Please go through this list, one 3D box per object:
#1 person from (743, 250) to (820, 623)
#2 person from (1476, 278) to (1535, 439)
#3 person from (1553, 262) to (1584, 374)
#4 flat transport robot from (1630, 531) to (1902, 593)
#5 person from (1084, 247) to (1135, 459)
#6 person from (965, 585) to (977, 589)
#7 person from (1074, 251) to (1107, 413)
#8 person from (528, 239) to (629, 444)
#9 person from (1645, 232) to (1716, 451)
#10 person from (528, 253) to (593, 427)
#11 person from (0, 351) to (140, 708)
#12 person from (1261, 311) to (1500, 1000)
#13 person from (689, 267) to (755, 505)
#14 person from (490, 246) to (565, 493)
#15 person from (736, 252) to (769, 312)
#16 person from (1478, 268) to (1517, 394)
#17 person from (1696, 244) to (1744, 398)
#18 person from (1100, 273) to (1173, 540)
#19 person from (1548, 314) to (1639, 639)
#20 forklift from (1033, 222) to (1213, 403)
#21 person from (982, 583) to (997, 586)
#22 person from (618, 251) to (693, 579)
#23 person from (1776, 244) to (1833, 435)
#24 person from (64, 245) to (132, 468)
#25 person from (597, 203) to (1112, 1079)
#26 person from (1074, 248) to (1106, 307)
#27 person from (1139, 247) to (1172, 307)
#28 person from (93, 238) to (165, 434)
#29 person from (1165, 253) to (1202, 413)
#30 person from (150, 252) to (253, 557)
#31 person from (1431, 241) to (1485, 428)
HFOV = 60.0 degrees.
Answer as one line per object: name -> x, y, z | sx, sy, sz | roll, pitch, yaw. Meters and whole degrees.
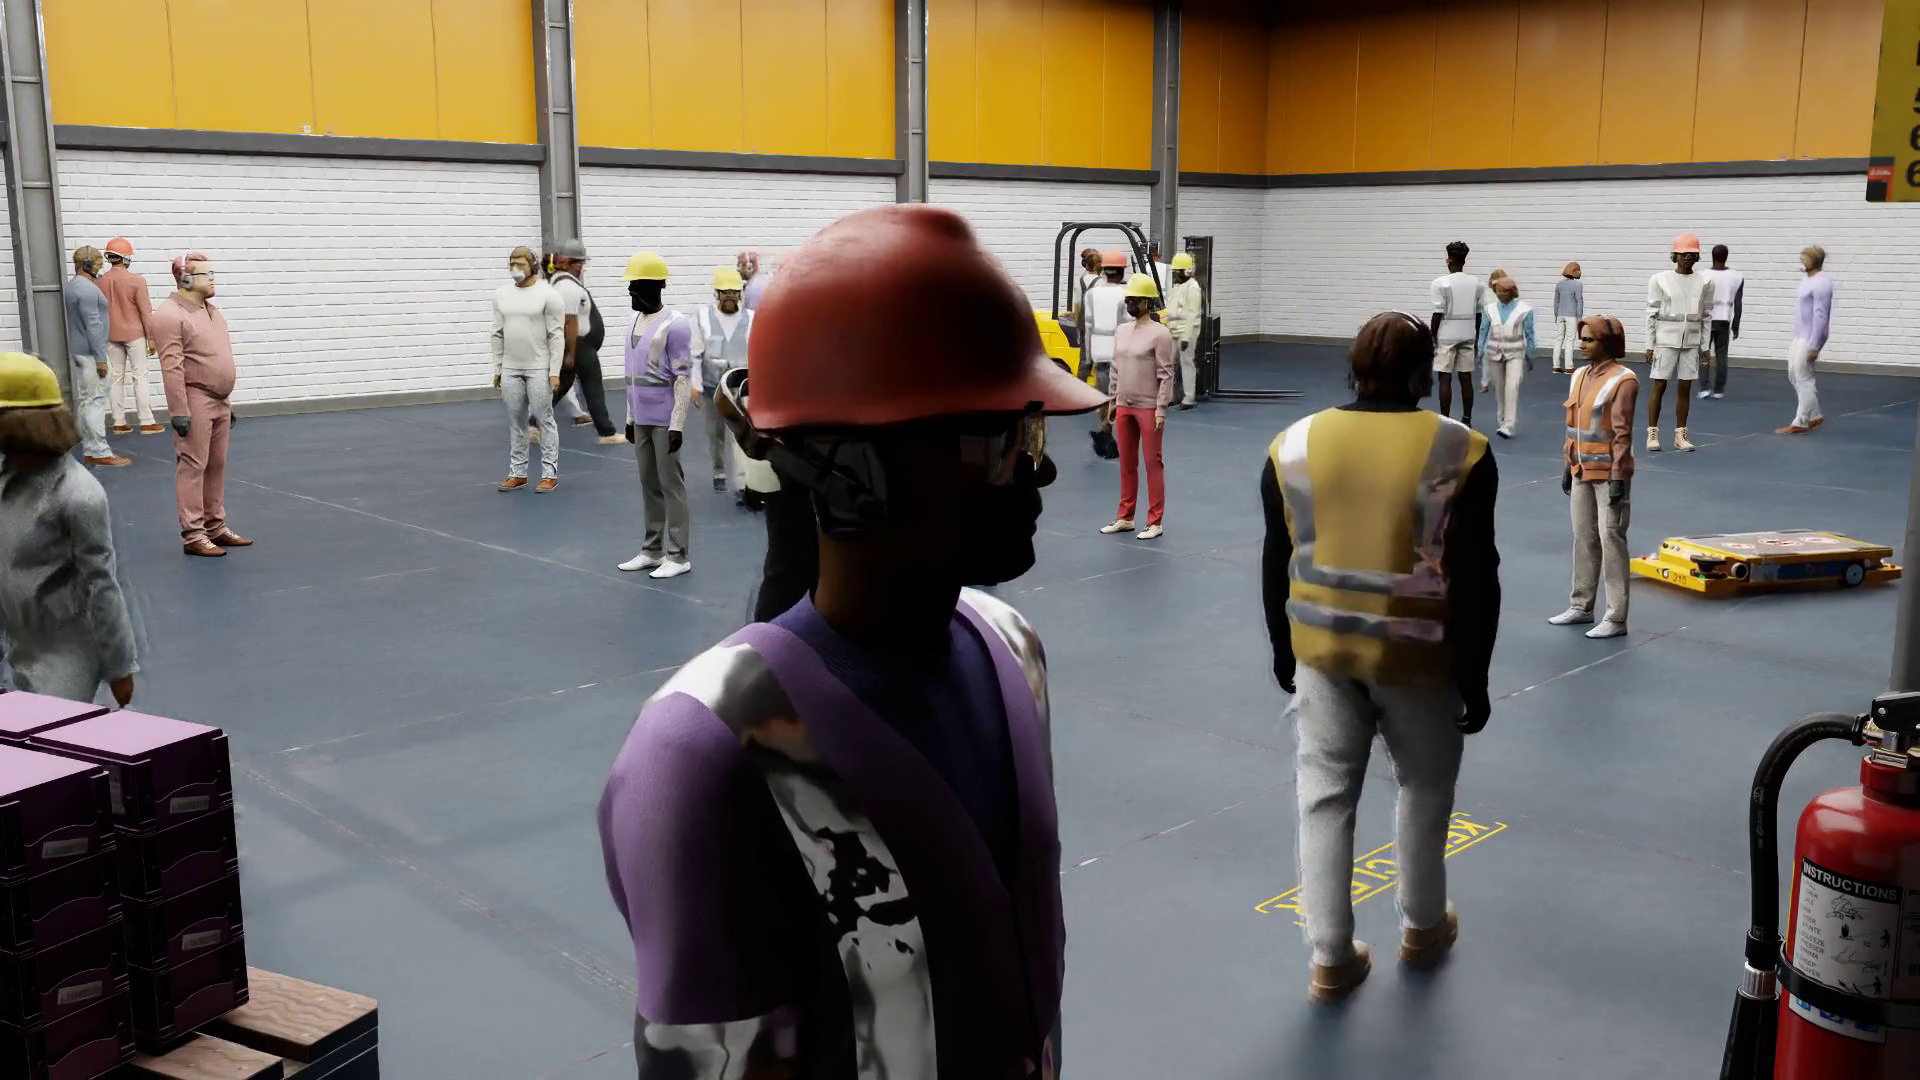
person -> -0.702, -0.269, 7.212 | 0.575, 1.962, 0.620 | -5, 11, -24
person -> 5.449, -1.810, 16.639 | 0.521, 1.591, 0.855 | 8, 13, 37
person -> 8.923, -3.252, 24.388 | 0.268, 1.632, 0.506 | -5, 12, -26
flat transport robot -> 4.740, 0.114, 9.753 | 1.431, 0.197, 0.652 | -3, 11, -16
person -> 1.329, -1.650, 14.882 | 0.548, 1.920, 0.671 | 7, 12, 32
person -> -0.007, -0.405, 8.273 | 0.390, 1.850, 0.565 | -5, 11, -25
person -> 1.534, -2.371, 19.016 | 0.507, 1.844, 0.345 | 8, 13, 37
person -> -3.760, -1.926, 16.047 | 0.956, 2.000, 0.681 | -6, 12, -31
person -> 6.742, -1.845, 15.597 | 0.605, 2.044, 0.375 | 1, 10, 5
person -> -4.224, -2.101, 17.568 | 0.893, 1.828, 0.524 | -4, 11, -20
person -> -2.535, 0.303, 4.781 | 0.482, 1.714, 0.812 | 6, 12, 30
person -> 1.166, 0.293, 4.539 | 0.654, 1.819, 0.756 | 6, 12, 29
person -> -1.792, -1.195, 12.780 | 0.582, 1.790, 0.949 | -2, 11, -11
person -> -3.407, -1.336, 13.110 | 0.632, 1.940, 0.372 | 3, 11, 16
person -> -2.149, -2.145, 17.793 | 0.964, 1.845, 0.636 | -2, 11, -9
person -> 6.951, -2.699, 21.448 | 0.507, 1.602, 0.770 | 8, 13, 38
person -> 9.387, -2.707, 20.676 | 0.601, 1.925, 0.400 | 2, 11, 11
person -> 1.193, -0.892, 11.149 | 0.305, 1.772, 0.525 | -9, 14, -41
person -> 3.236, -0.323, 8.437 | 0.318, 1.630, 0.512 | -2, 11, -13
forklift -> 1.935, -2.847, 20.651 | 2.313, 2.155, 1.214 | 2, 11, 13
person -> -0.004, -0.678, 9.530 | 0.550, 1.933, 0.370 | -6, 12, -30
person -> -1.813, -0.737, 9.867 | 0.370, 1.929, 0.585 | -9, 14, -41
person -> 8.596, -2.020, 16.858 | 0.423, 1.937, 0.645 | 2, 11, 13
person -> -7.569, -1.595, 14.528 | 0.373, 1.937, 0.630 | -8, 13, -38
person -> -0.053, 0.720, 1.601 | 0.367, 2.048, 0.607 | 5, 12, 26
person -> 1.822, -3.180, 23.428 | 0.429, 1.844, 0.621 | -3, 11, -15
person -> 3.003, -3.620, 25.706 | 0.573, 1.887, 0.354 | -4, 11, -19
person -> -8.484, -2.065, 16.928 | 0.609, 1.995, 0.378 | 1, 10, 3
person -> 2.433, -2.343, 18.919 | 0.624, 1.814, 0.626 | -3, 11, -15
person -> -4.813, -0.860, 10.588 | 0.409, 1.913, 0.647 | 1, 10, 3
person -> 5.015, -2.042, 16.880 | 0.610, 1.964, 0.365 | -3, 11, -16
